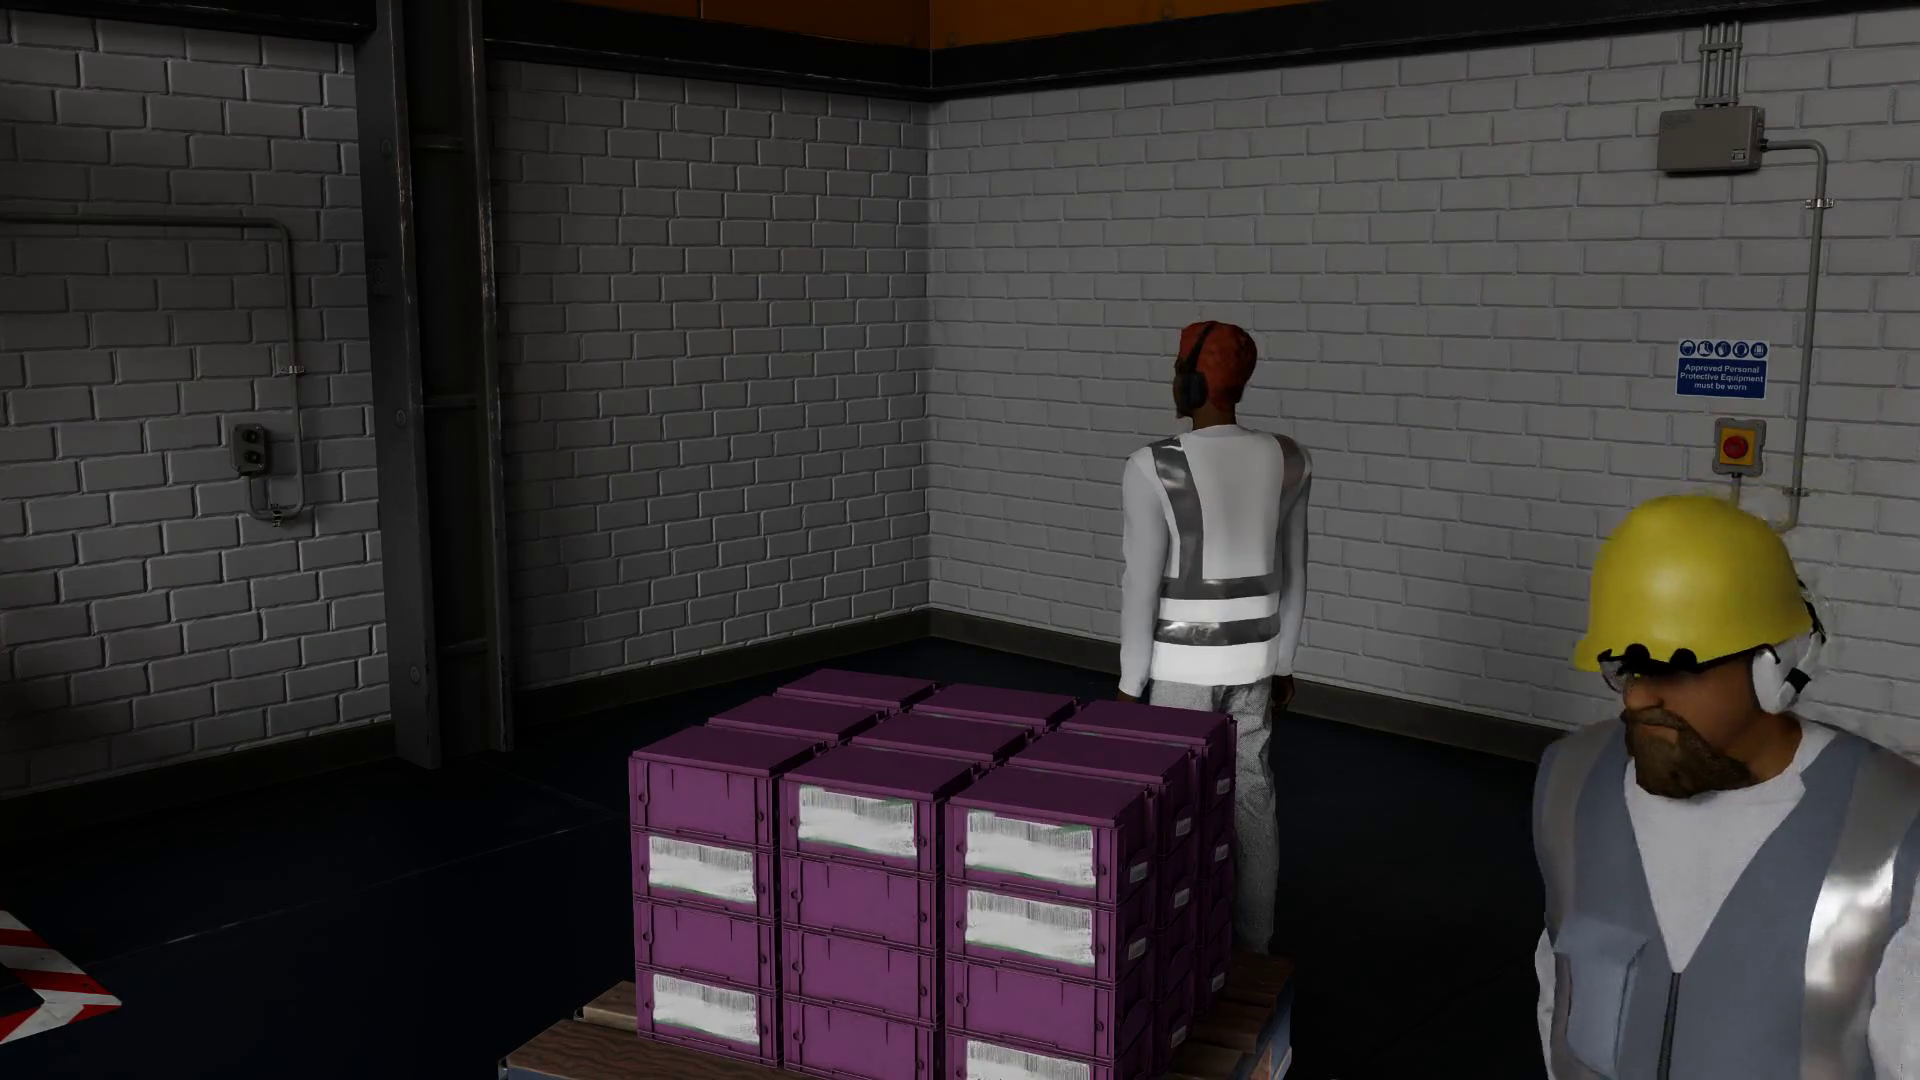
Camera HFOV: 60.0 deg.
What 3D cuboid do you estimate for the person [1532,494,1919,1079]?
[{"bbox_3d":[0.942,0.820,2.040,0.985,1.761,0.610,-9,13,-44],"label":"person"}]

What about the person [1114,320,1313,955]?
[{"bbox_3d":[0.683,0.347,4.562,0.575,1.884,0.355,-4,10,-24],"label":"person"}]
